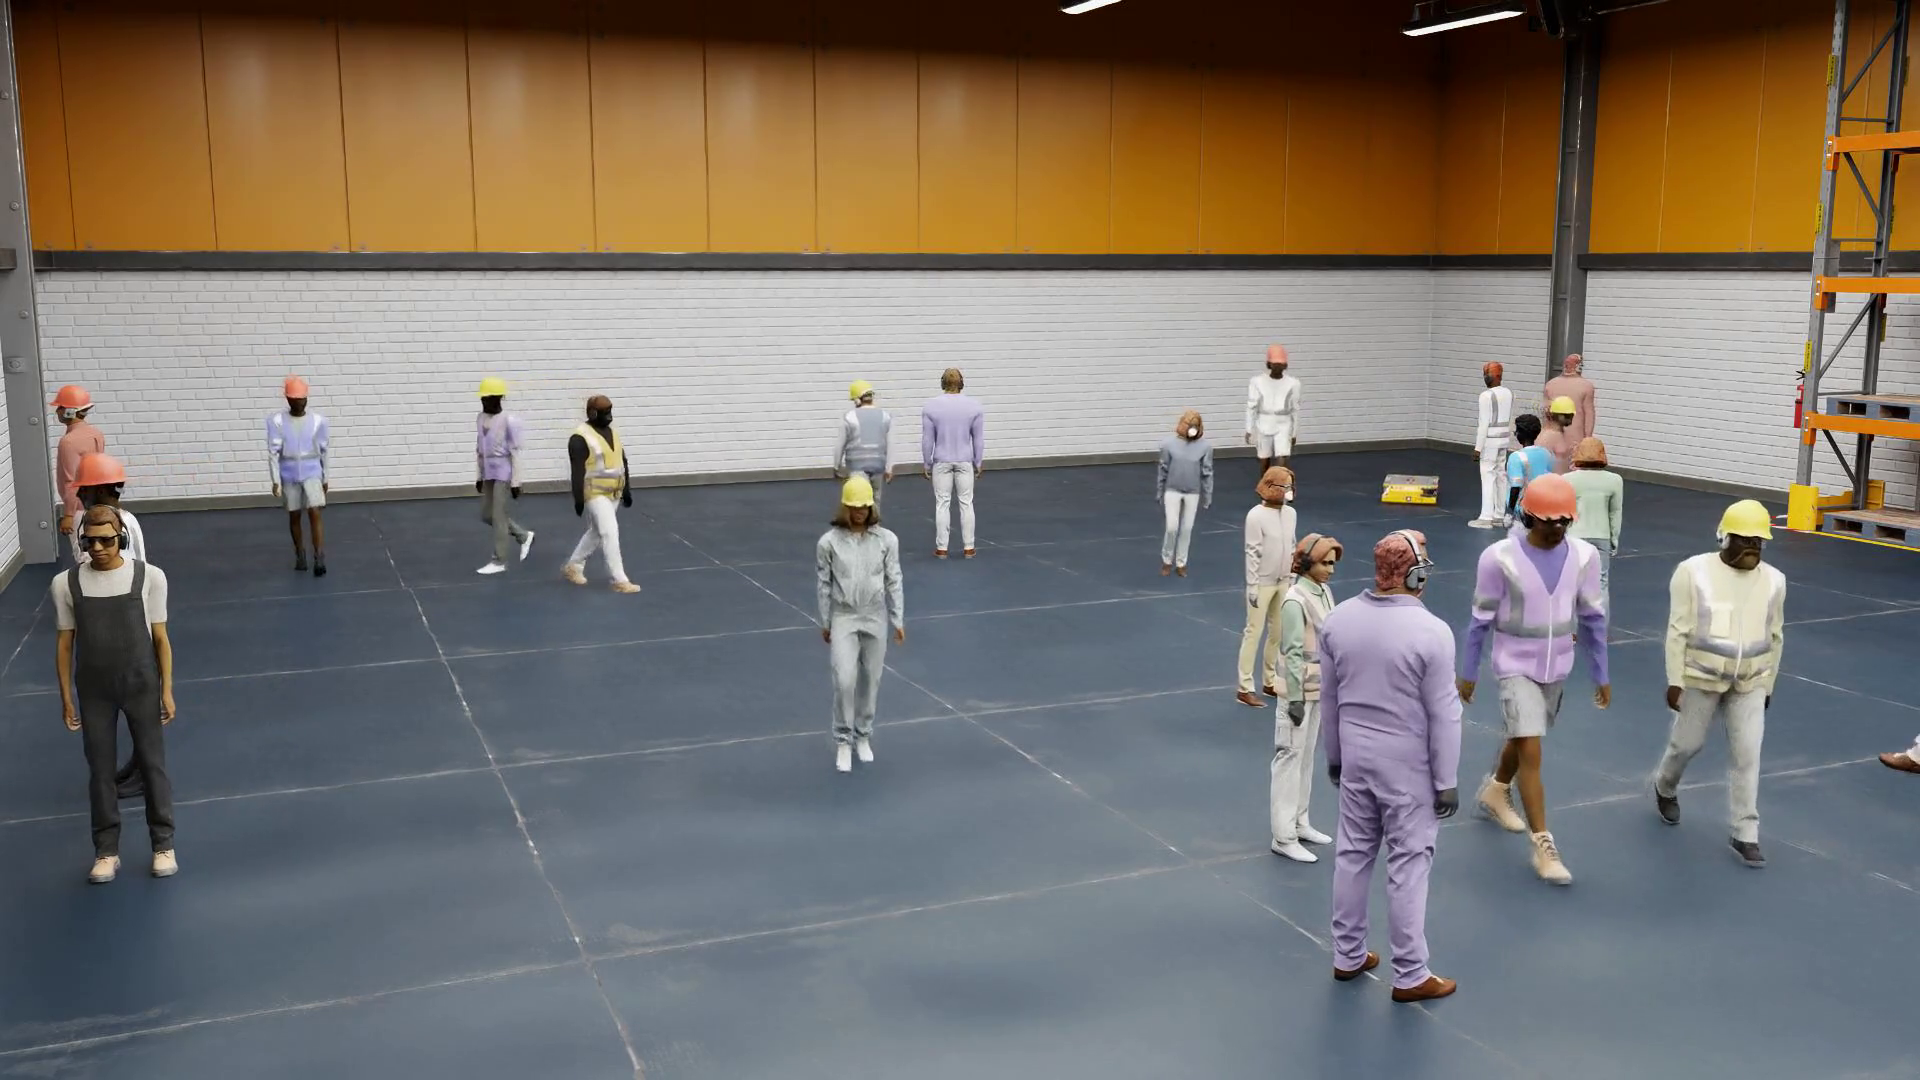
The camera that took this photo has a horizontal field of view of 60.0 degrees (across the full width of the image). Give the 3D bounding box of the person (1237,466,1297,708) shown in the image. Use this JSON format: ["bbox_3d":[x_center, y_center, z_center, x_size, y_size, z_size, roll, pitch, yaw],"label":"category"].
[{"bbox_3d":[2.101,0.309,11.240,0.506,1.628,0.276,-8,12,-39],"label":"person"}]

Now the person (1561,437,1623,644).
[{"bbox_3d":[4.914,0.005,13.044,0.502,1.631,0.285,1,9,7],"label":"person"}]

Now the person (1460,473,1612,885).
[{"bbox_3d":[2.861,0.621,8.310,0.658,1.978,1.081,-1,9,-9],"label":"person"}]

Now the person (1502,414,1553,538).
[{"bbox_3d":[4.873,-0.240,14.330,0.540,1.697,0.317,-7,12,-37],"label":"person"}]

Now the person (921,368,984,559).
[{"bbox_3d":[-0.078,-0.768,16.818,0.629,1.935,0.372,-1,9,-4],"label":"person"}]

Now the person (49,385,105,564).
[{"bbox_3d":[-7.178,-0.269,13.604,0.376,1.997,0.612,-1,9,-6],"label":"person"}]

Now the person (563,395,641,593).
[{"bbox_3d":[-3.318,-0.437,15.214,0.916,1.808,0.635,4,10,25],"label":"person"}]

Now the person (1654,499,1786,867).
[{"bbox_3d":[3.865,0.677,8.446,0.603,1.807,0.798,1,9,5],"label":"person"}]

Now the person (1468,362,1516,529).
[{"bbox_3d":[6.013,-1.071,18.799,0.572,1.887,0.356,-7,12,-38],"label":"person"}]

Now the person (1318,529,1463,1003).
[{"bbox_3d":[1.767,0.905,6.761,0.403,1.911,0.637,-7,12,-37],"label":"person"}]

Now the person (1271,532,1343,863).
[{"bbox_3d":[1.736,0.774,8.366,0.314,1.639,0.515,5,11,29],"label":"person"}]

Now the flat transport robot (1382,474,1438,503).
[{"bbox_3d":[5.750,-0.662,21.204,0.652,0.197,1.431,3,10,17],"label":"flat transport robot"}]

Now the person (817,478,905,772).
[{"bbox_3d":[-0.575,0.498,9.798,0.493,1.722,0.601,-2,10,-14],"label":"person"}]

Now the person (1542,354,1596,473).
[{"bbox_3d":[7.349,-1.284,20.051,0.399,1.902,0.643,-8,13,-41],"label":"person"}]

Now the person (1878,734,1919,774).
[{"bbox_3d":[5.897,0.495,9.424,0.645,1.862,0.985,-7,12,-36],"label":"person"}]

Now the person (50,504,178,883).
[{"bbox_3d":[-4.060,0.734,8.012,0.505,1.842,0.332,-4,10,-20],"label":"person"}]

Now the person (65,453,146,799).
[{"bbox_3d":[-4.712,0.475,9.276,0.373,1.934,0.551,-5,10,-26],"label":"person"}]

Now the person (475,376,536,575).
[{"bbox_3d":[-4.427,-0.638,16.099,0.607,1.913,0.638,8,12,41],"label":"person"}]

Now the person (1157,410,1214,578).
[{"bbox_3d":[2.131,-0.432,15.757,0.513,1.603,0.421,0,9,-2],"label":"person"}]

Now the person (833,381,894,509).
[{"bbox_3d":[-0.996,-0.769,17.332,0.577,1.772,0.892,-5,10,-26],"label":"person"}]

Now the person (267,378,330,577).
[{"bbox_3d":[-6.300,-0.595,15.899,0.554,1.886,0.983,-4,10,-22],"label":"person"}]

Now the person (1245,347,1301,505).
[{"bbox_3d":[3.748,-1.309,19.934,0.633,1.986,1.049,2,10,12],"label":"person"}]

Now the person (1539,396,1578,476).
[{"bbox_3d":[5.688,-0.529,16.013,0.540,1.724,0.898,-8,12,-39],"label":"person"}]
